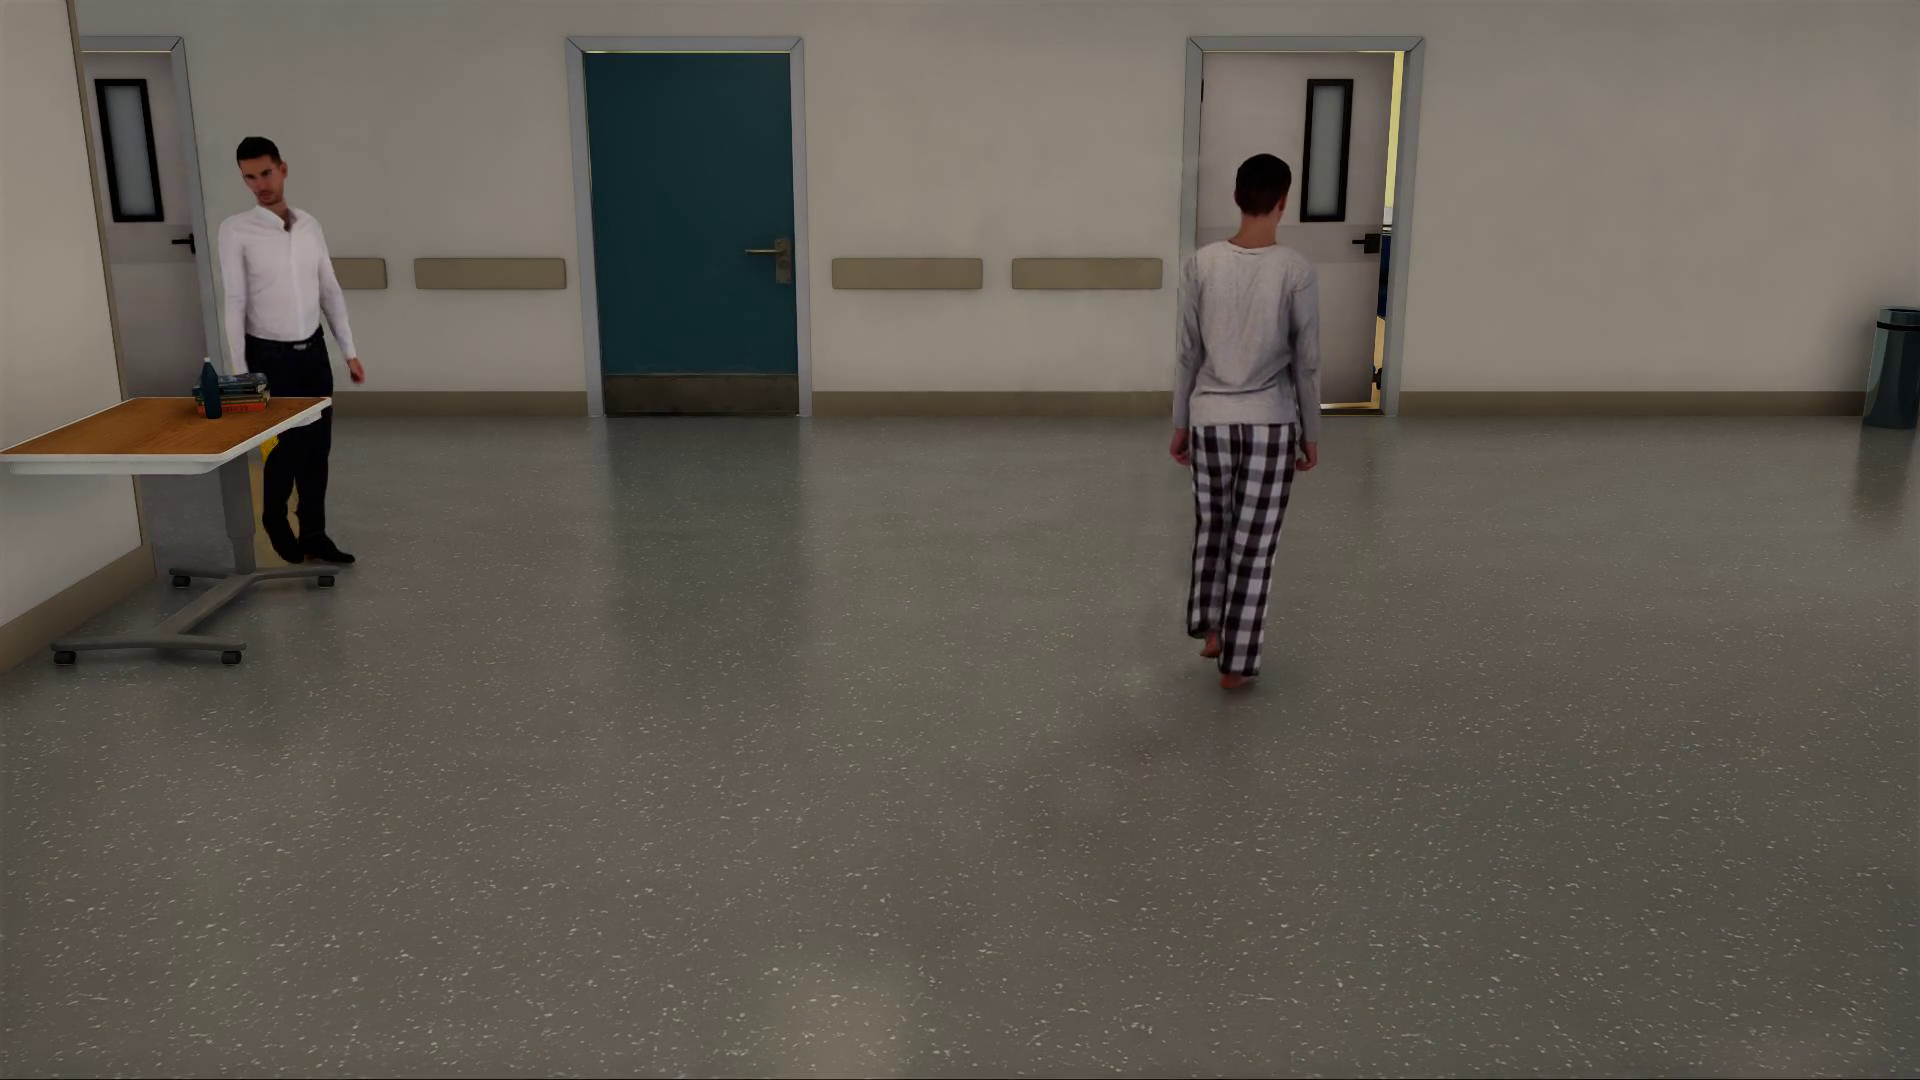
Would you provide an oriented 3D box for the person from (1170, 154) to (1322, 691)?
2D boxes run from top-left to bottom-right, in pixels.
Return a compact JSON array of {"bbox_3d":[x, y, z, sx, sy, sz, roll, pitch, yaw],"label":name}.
[{"bbox_3d":[0.937,-0.358,5.639,0.737,1.834,0.829,7,17,24],"label":"person"}]

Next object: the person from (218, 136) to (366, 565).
[{"bbox_3d":[-2.964,-0.801,7.178,0.845,1.851,0.800,8,18,28],"label":"person"}]
